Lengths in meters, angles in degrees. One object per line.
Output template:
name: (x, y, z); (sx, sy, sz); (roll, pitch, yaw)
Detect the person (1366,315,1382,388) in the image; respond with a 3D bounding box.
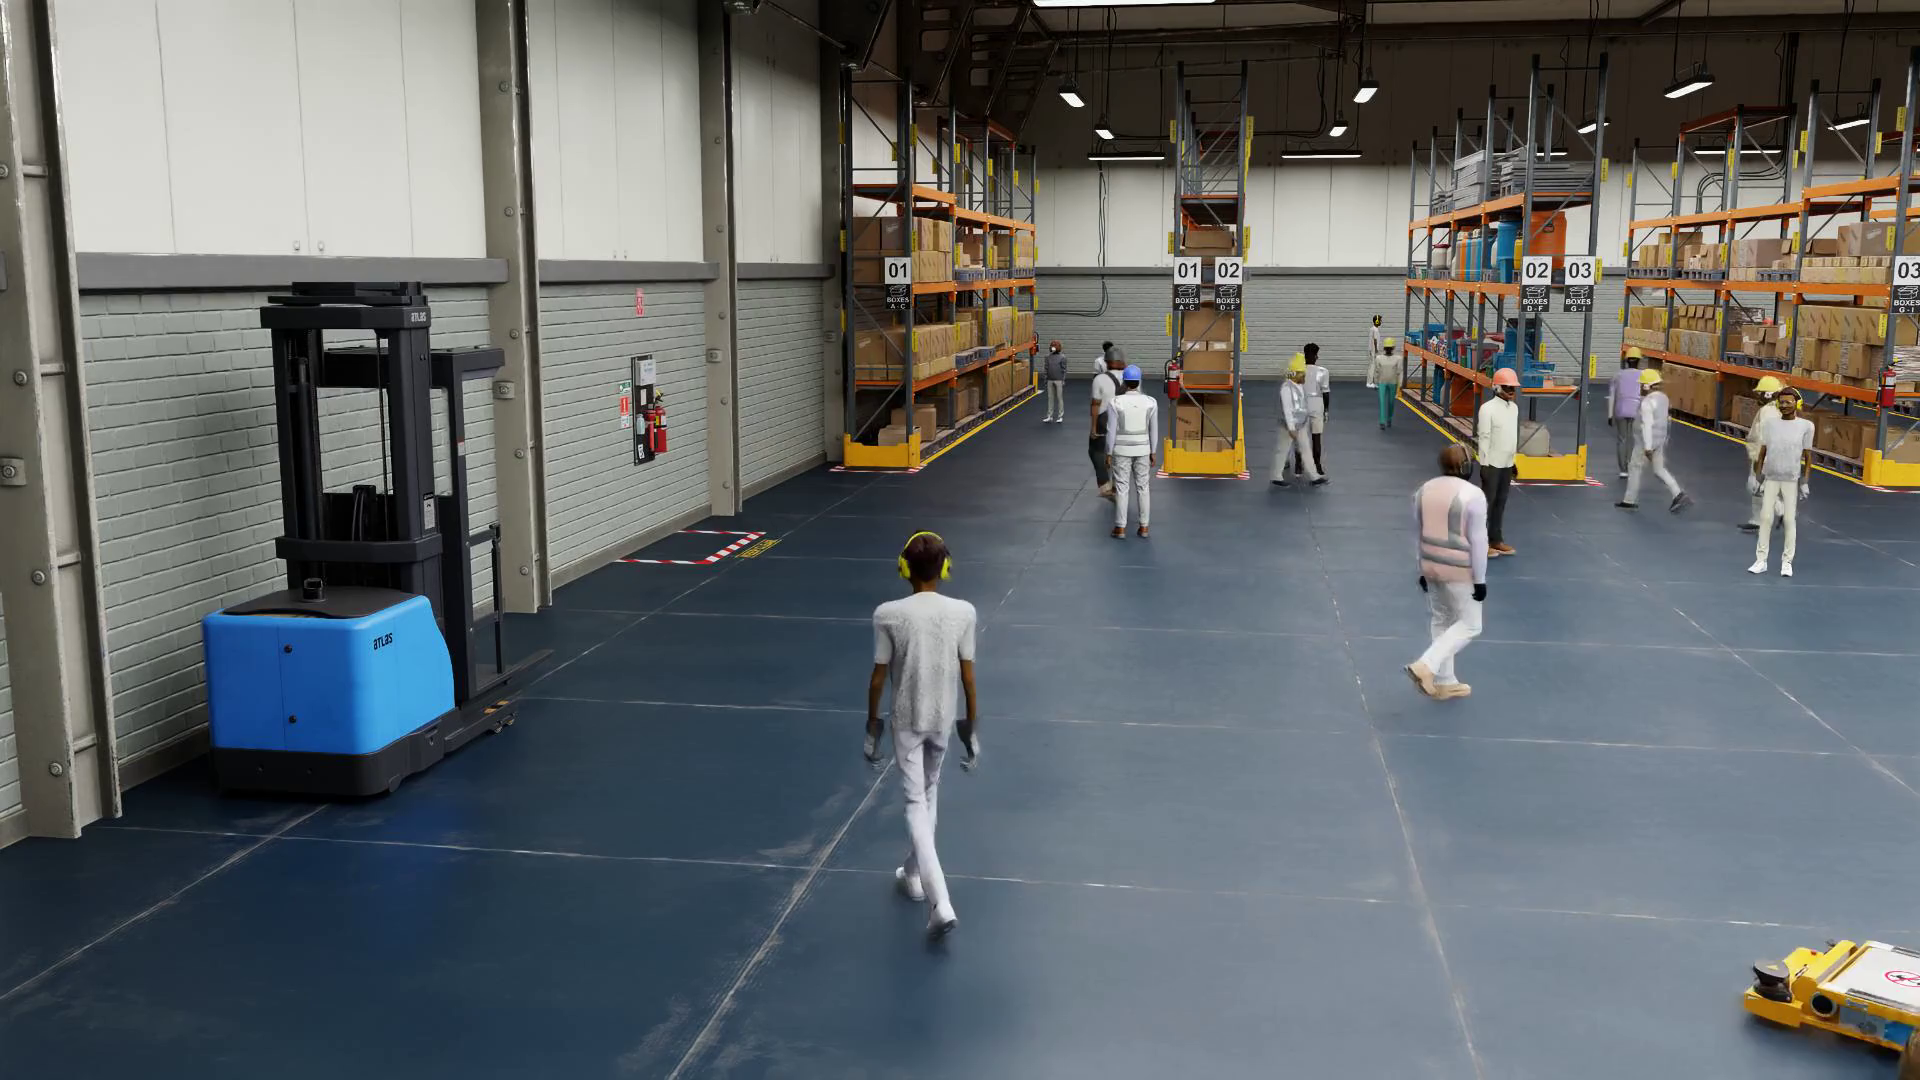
person: (10.721, -4.877, 43.002); (0.320, 1.862, 0.510); (1, 9, 5)

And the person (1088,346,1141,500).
person: (1.997, -1.517, 21.850); (0.719, 2.000, 0.536); (-4, 10, -21)

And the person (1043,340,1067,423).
person: (1.888, -3.162, 33.112); (0.502, 1.636, 0.280); (6, 11, 32)

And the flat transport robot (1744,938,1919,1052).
flat transport robot: (3.912, 1.860, 6.462); (1.431, 0.197, 0.652); (9, 13, 44)

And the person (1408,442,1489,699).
person: (3.382, 0.232, 11.577); (0.579, 1.830, 0.640); (-4, 10, -25)

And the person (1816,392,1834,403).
person: (19.695, -4.085, 37.966); (0.656, 1.912, 0.423); (0, 9, -2)

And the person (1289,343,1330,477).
person: (5.102, -1.894, 24.299); (0.602, 1.958, 0.380); (4, 10, 23)

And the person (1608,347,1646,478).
person: (9.742, -1.852, 24.208); (0.587, 1.911, 0.409); (5, 10, 27)

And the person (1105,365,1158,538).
person: (1.936, -1.000, 18.815); (0.617, 1.946, 0.393); (-2, 9, -13)

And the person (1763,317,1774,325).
person: (16.645, -3.575, 34.399); (0.605, 2.045, 0.379); (9, 13, 42)

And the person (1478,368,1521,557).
person: (5.704, -0.823, 17.584); (0.622, 1.992, 0.396); (-8, 12, -39)

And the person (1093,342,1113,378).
person: (2.809, -2.930, 31.606); (0.548, 1.644, 0.891); (1, 9, 5)

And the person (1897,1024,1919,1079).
person: (1.452, 1.626, 2.767); (0.852, 1.910, 0.633); (6, 11, 32)

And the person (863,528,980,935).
person: (-0.173, 0.862, 7.698); (0.529, 1.833, 0.926); (-3, 10, -19)

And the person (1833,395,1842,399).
person: (20.678, -4.256, 39.015); (0.556, 1.911, 0.563); (1, 9, 8)

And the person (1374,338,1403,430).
person: (8.218, -3.014, 31.905); (0.530, 1.732, 0.873); (2, 10, 14)

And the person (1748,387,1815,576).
person: (8.151, -0.584, 16.491); (0.519, 1.874, 0.326); (7, 12, 38)

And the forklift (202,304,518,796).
forklift: (-3.673, -0.038, 10.147); (1.129, 2.768, 1.873); (1, 9, 9)

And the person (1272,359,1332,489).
person: (4.681, -1.578, 22.837); (0.882, 1.789, 0.621); (7, 12, 38)

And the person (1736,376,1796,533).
person: (9.257, -0.965, 19.001); (0.552, 1.817, 0.615); (7, 12, 38)

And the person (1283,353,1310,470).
person: (5.144, -1.959, 25.291); (0.526, 1.769, 0.328); (4, 10, 25)

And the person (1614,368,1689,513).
person: (8.673, -1.238, 20.751); (0.588, 1.803, 0.826); (-7, 12, -39)
